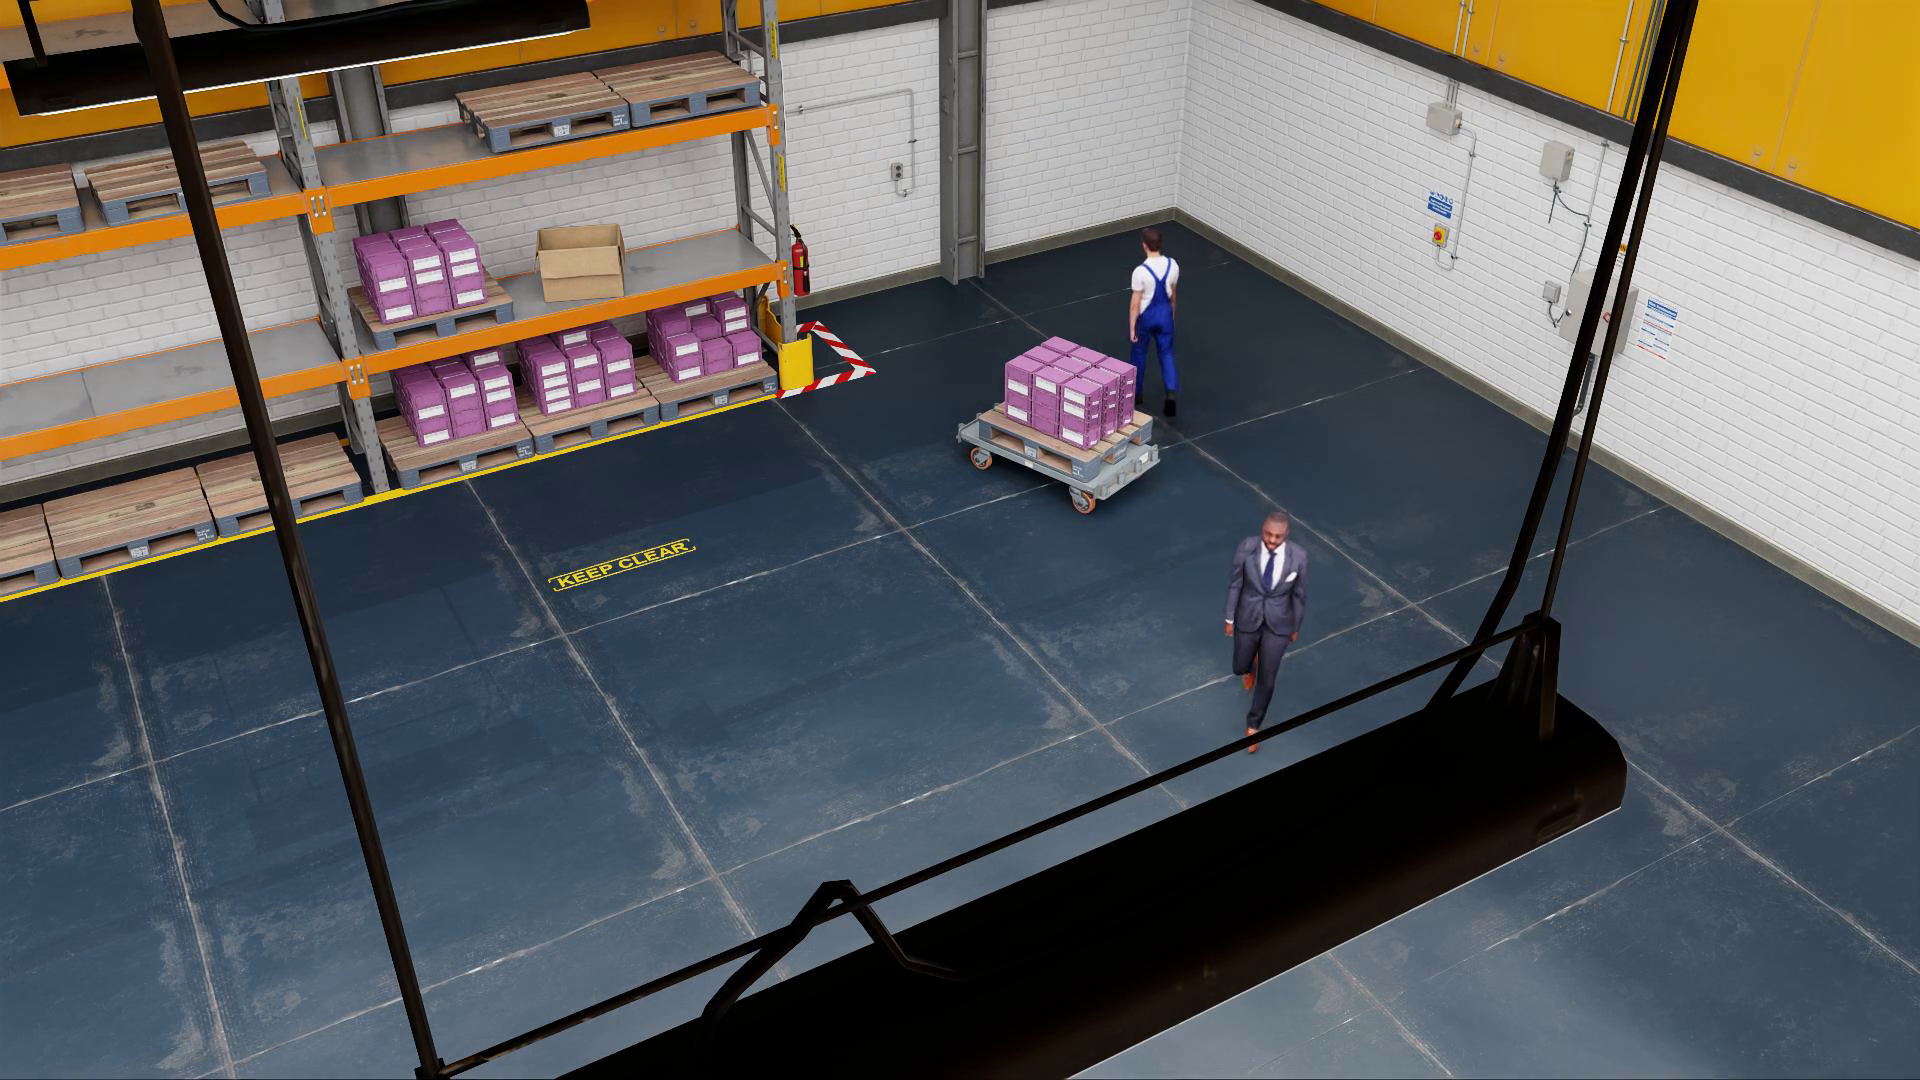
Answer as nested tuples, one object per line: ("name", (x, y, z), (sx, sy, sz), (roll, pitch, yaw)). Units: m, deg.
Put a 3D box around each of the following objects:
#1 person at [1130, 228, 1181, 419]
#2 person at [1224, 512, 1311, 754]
("person", (1.821, -1.991, 15.375), (1.083, 1.834, 0.896), (-9, 35, -14))
("person", (2.113, 0.547, 11.585), (1.074, 1.803, 1.139), (8, 35, 12))
